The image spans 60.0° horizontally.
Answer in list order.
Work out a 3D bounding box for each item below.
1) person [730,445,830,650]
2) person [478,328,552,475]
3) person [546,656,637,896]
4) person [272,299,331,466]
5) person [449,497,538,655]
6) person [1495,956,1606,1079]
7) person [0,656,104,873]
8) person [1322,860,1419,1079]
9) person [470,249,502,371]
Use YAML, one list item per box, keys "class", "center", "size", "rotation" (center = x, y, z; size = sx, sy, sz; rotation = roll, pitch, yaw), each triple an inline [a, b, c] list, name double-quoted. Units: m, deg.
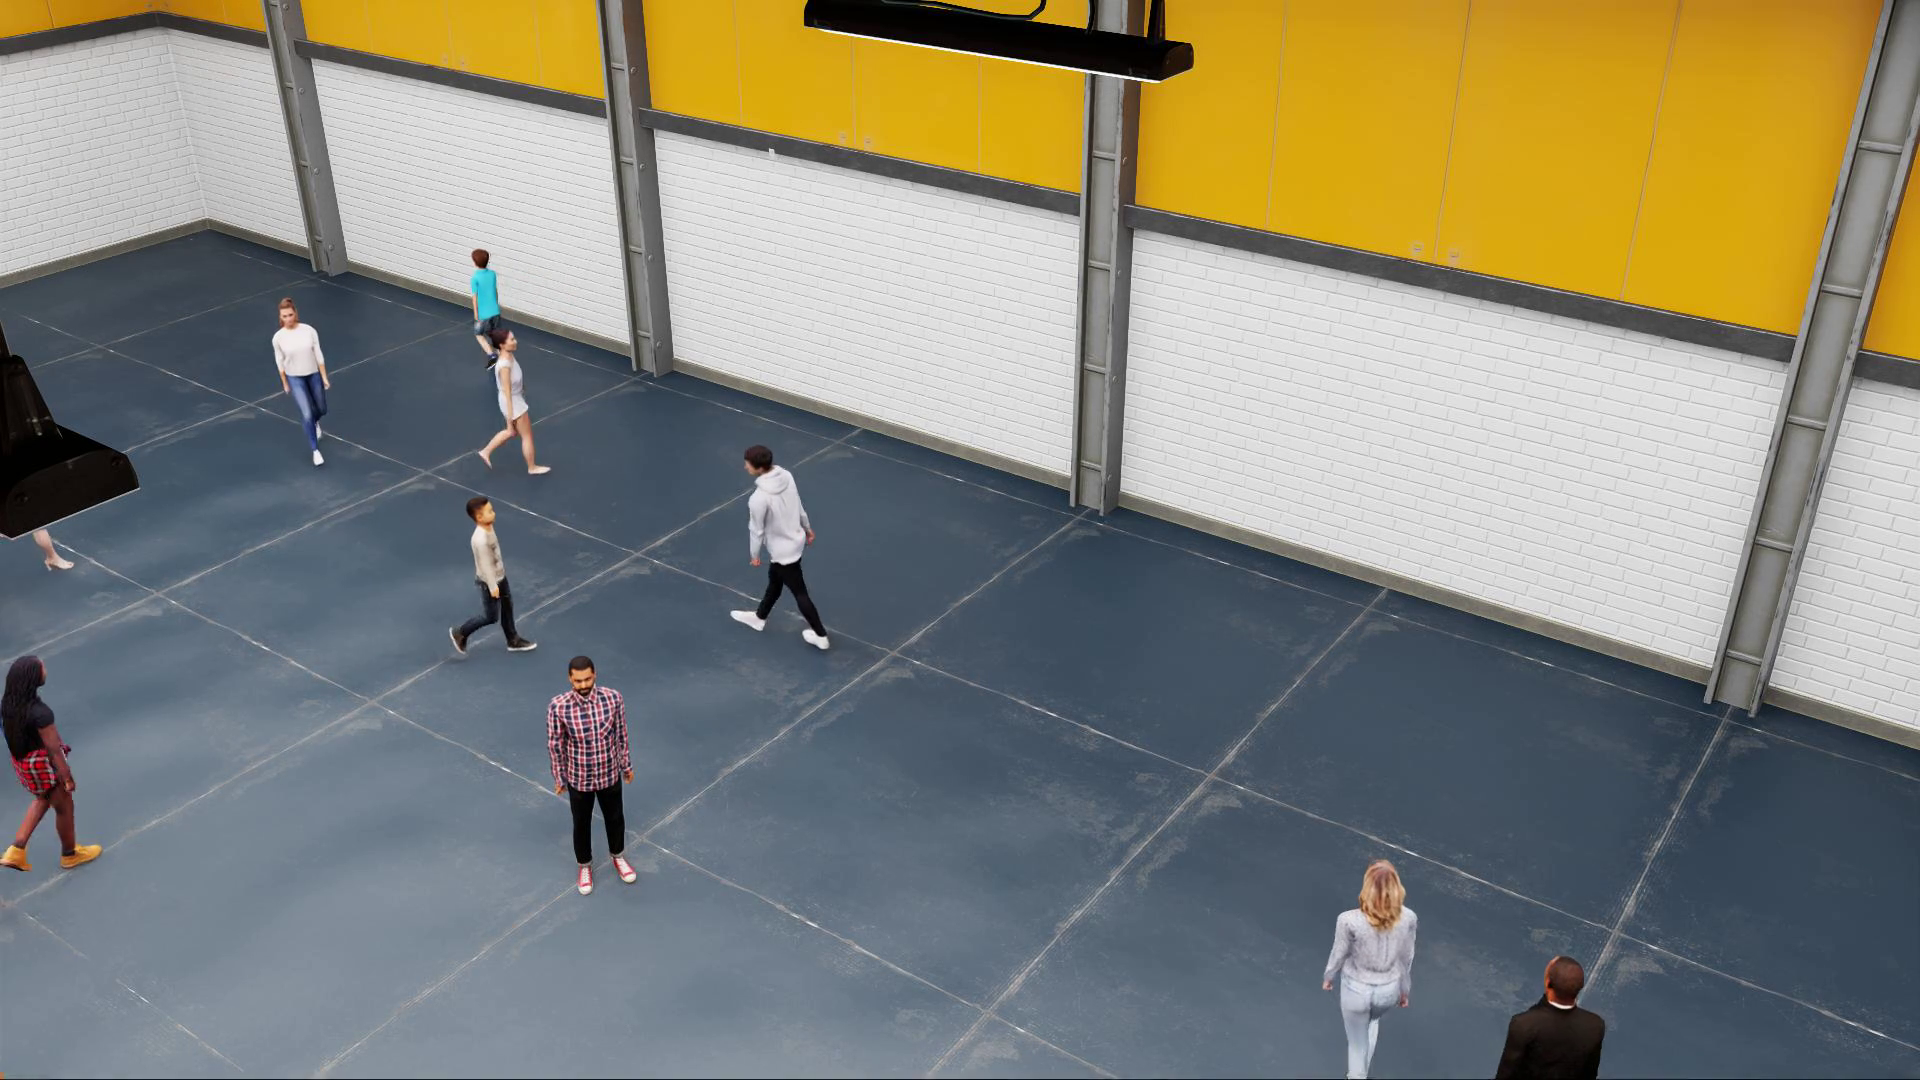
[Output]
- class: "person"
  center: [-1.363, 0.079, 13.717]
  size: [1.222, 1.854, 0.930]
  rotation: [16, 32, 27]
- class: "person"
  center: [-4.553, -1.360, 16.635]
  size: [0.968, 1.584, 0.939]
  rotation: [-6, 29, -11]
- class: "person"
  center: [-2.459, 1.540, 11.135]
  size: [0.790, 1.760, 0.796]
  rotation: [-12, 31, -20]
- class: "person"
  center: [-6.731, -1.661, 17.066]
  size: [0.877, 1.701, 1.091]
  rotation: [-15, 32, -25]
- class: "person"
  center: [-3.921, 0.333, 13.675]
  size: [0.973, 1.447, 0.848]
  rotation: [-1, 29, -2]
- class: "person"
  center: [2.932, 2.941, 8.434]
  size: [0.831, 1.888, 0.920]
  rotation: [-1, 29, -1]
- class: "person"
  center: [-6.201, 1.586, 11.116]
  size: [0.802, 1.699, 0.736]
  rotation: [13, 31, 23]
- class: "person"
  center: [2.287, 2.573, 9.219]
  size: [0.744, 1.782, 0.815]
  rotation: [-1, 29, -2]
- class: "person"
  center: [-5.395, -2.635, 19.122]
  size: [0.590, 1.442, 0.536]
  rotation: [22, 35, 34]
